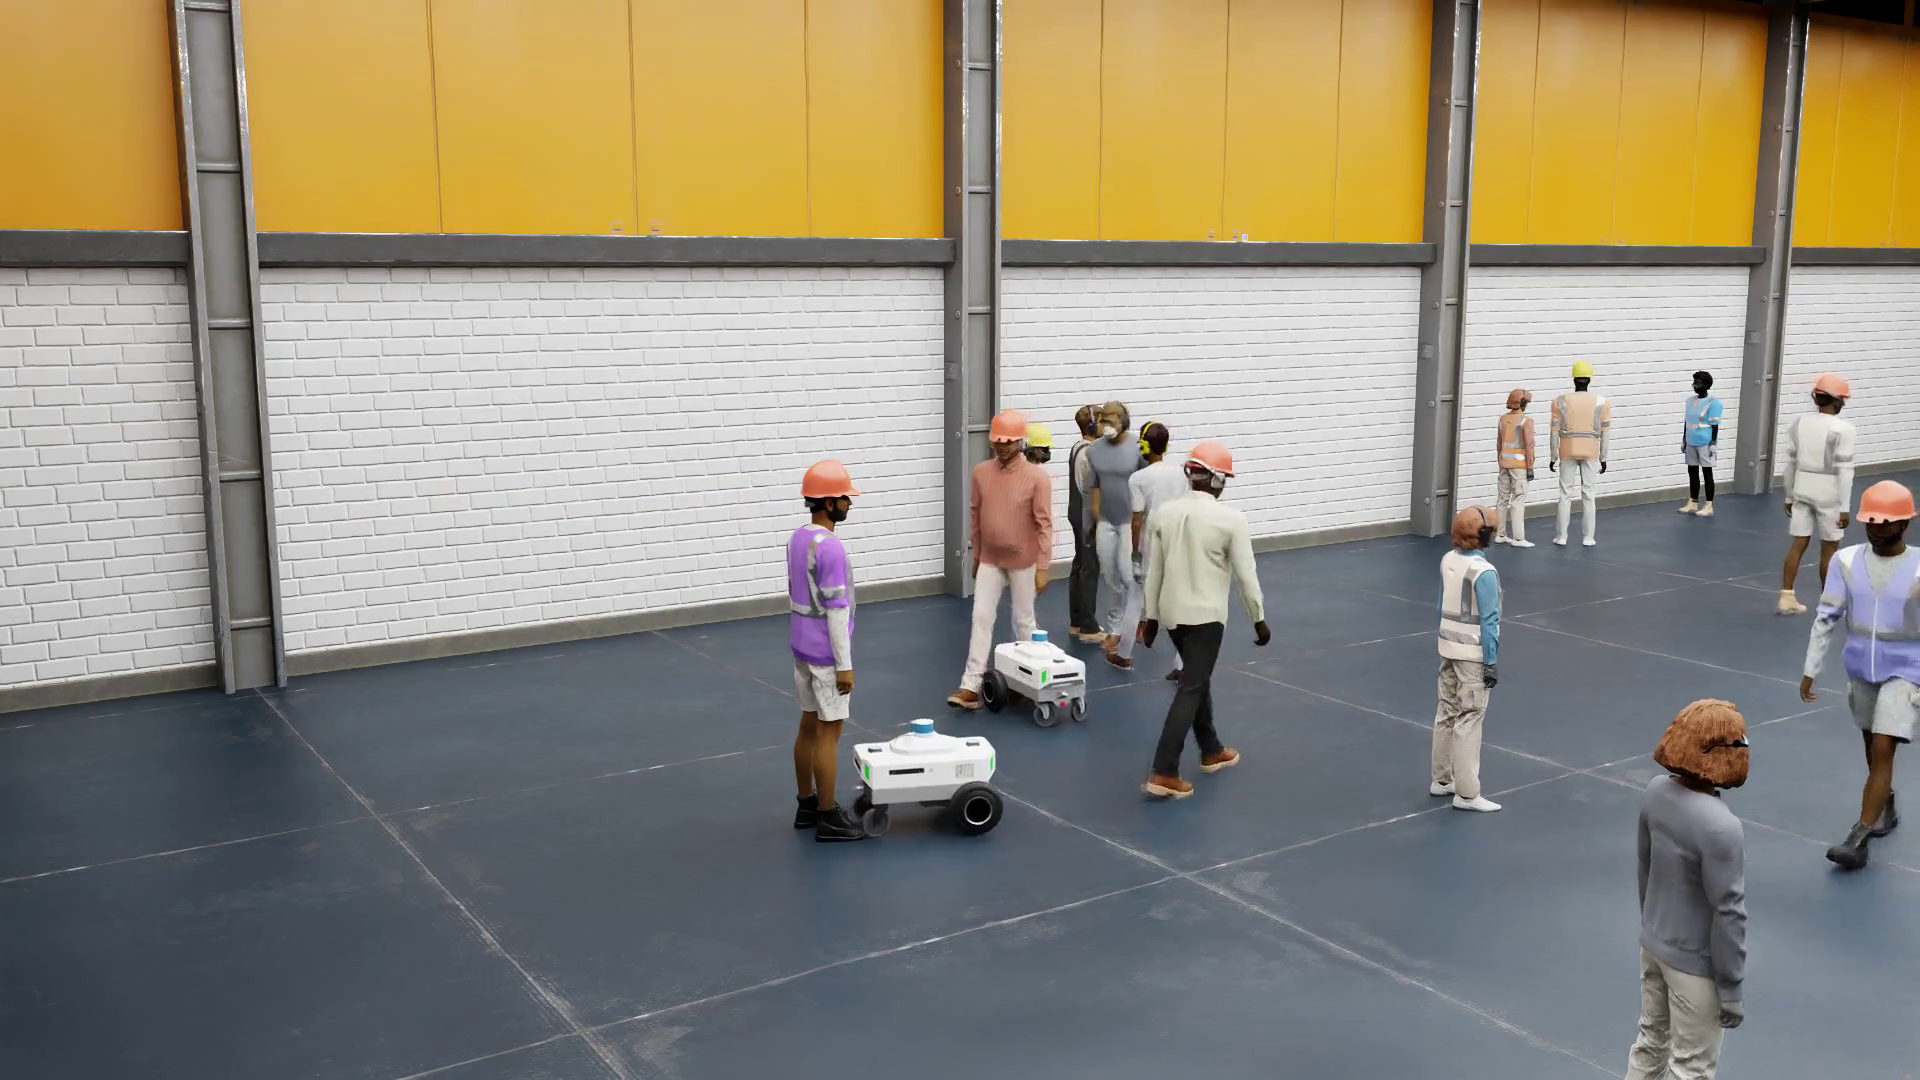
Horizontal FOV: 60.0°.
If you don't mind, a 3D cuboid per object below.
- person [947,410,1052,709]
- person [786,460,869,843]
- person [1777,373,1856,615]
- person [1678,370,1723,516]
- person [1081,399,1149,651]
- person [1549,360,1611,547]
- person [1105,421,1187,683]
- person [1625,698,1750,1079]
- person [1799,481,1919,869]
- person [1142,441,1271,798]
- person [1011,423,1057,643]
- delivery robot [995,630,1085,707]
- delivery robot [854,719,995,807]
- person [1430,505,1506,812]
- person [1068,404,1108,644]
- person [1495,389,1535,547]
[{"bbox_3d":[0.267,0.152,10.791,0.650,1.965,0.810,5,11,28],"label":"person"},{"bbox_3d":[-0.673,0.558,8.452,0.363,1.939,0.542,-5,11,-27],"label":"person"},{"bbox_3d":[7.116,-0.368,13.776,0.517,2.041,0.627,-4,10,-25],"label":"person"},{"bbox_3d":[8.607,-1.124,19.335,0.320,1.691,0.537,-3,10,-18],"label":"person"},{"bbox_3d":[1.222,-0.109,12.531,0.659,1.917,0.477,8,12,39],"label":"person"},{"bbox_3d":[6.386,-0.886,17.177,0.587,1.930,0.359,3,10,16],"label":"person"},{"bbox_3d":[1.371,0.073,11.722,0.517,1.826,0.909,-4,10,-22],"label":"person"},{"bbox_3d":[2.214,1.277,5.037,0.285,1.633,0.497,-1,9,-6],"label":"person"},{"bbox_3d":[4.538,0.632,8.215,1.009,1.877,0.572,-7,12,-38],"label":"person"},{"bbox_3d":[1.300,0.432,9.260,0.978,1.939,0.644,-8,12,-41],"label":"person"},{"bbox_3d":[0.538,0.029,12.159,0.328,1.767,0.530,1,9,6],"label":"person"},{"bbox_3d":[0.512,0.827,10.710,0.477,0.478,0.707,-5,11,-26],"label":"delivery robot"},{"bbox_3d":[-0.188,1.173,8.626,0.707,0.478,0.477,-2,10,-12],"label":"delivery robot"},{"bbox_3d":[2.725,0.630,8.926,0.306,1.637,0.524,-2,10,-11],"label":"person"},{"bbox_3d":[1.010,-0.124,12.843,0.345,1.847,0.508,-2,10,-13],"label":"person"},{"bbox_3d":[5.741,-0.743,17.200,0.307,1.638,0.511,-4,10,-23],"label":"person"}]
